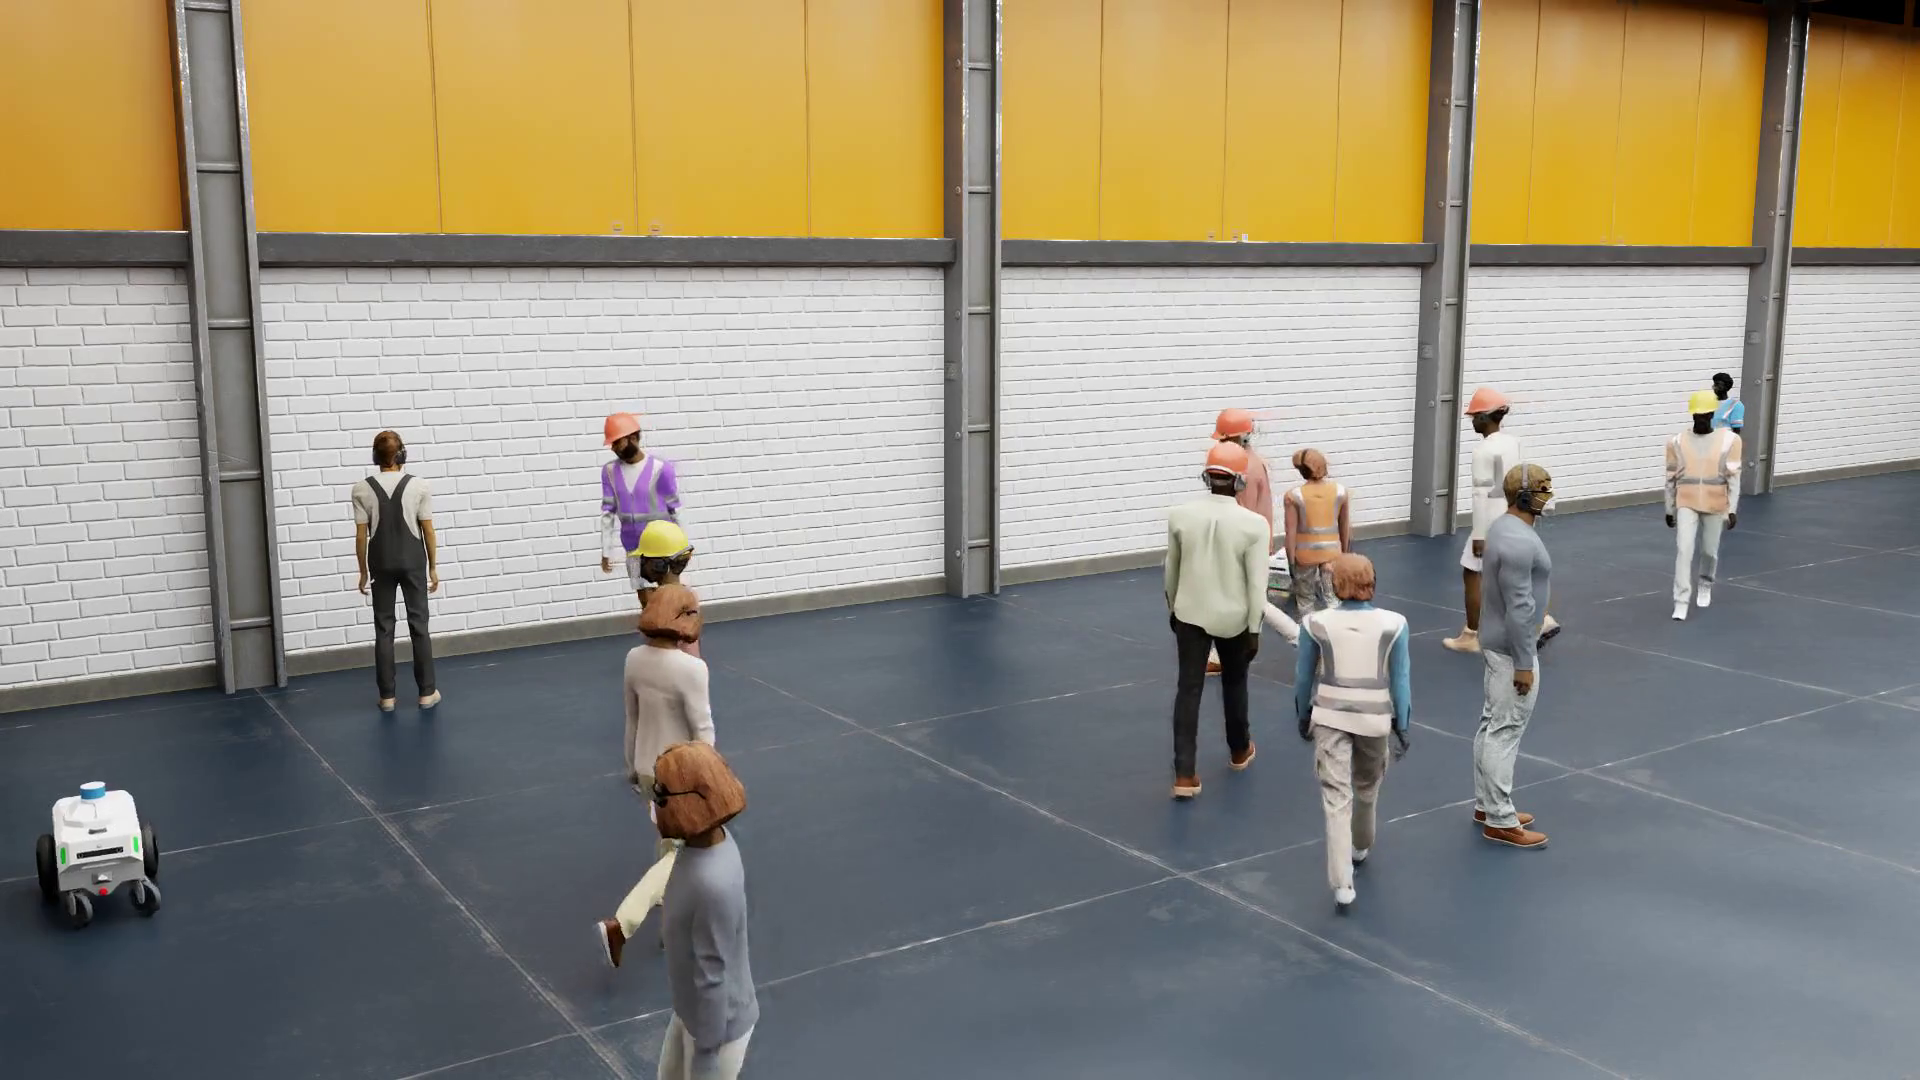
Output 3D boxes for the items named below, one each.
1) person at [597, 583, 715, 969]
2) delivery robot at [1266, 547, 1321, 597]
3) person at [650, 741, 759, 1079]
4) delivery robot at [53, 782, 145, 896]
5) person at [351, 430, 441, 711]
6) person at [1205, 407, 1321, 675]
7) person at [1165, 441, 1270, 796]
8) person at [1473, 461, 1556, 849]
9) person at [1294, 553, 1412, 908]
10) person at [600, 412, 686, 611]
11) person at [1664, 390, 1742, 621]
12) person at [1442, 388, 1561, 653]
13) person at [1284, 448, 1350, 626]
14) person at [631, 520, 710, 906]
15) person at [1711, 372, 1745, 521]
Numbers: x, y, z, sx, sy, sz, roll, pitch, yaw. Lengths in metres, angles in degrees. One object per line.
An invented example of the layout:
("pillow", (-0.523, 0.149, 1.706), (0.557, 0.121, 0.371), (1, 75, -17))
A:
("person", (-1.266, 0.983, 6.875), (0.536, 1.610, 0.619), (9, 13, 42))
("delivery robot", (2.873, 0.226, 14.328), (0.477, 0.478, 0.707), (7, 12, 35))
("person", (-0.691, 1.347, 4.662), (0.393, 1.620, 0.500), (-3, 10, -17))
("delivery robot", (-3.930, 1.347, 7.575), (0.477, 0.478, 0.707), (-5, 11, -29))
("person", (-3.680, 0.205, 10.880), (0.507, 1.840, 0.344), (-2, 10, -13))
("person", (2.094, 0.039, 11.598), (0.901, 1.952, 0.648), (2, 10, 10))
("person", (1.420, 0.420, 9.285), (0.618, 1.943, 1.026), (4, 10, 22))
("person", (2.799, 0.567, 8.401), (0.371, 1.940, 0.627), (2, 10, 10))
("person", (1.823, 0.848, 7.746), (0.525, 1.583, 0.900), (2, 10, 10))
("person", (-2.233, 0.033, 11.746), (0.558, 1.888, 0.620), (3, 10, 20))
("person", (6.179, -0.316, 13.874), (0.585, 1.892, 0.905), (5, 10, 26))
("person", (4.042, -0.118, 12.329), (0.762, 2.014, 0.641), (9, 13, 43))
("person", (2.582, 0.140, 11.956), (0.525, 1.603, 0.732), (0, 9, -3))
("person", (-1.319, 0.786, 7.596), (0.330, 1.768, 0.526), (1, 9, 5))
("person", (8.673, -1.069, 19.003), (0.320, 1.694, 0.536), (-5, 11, -29))
